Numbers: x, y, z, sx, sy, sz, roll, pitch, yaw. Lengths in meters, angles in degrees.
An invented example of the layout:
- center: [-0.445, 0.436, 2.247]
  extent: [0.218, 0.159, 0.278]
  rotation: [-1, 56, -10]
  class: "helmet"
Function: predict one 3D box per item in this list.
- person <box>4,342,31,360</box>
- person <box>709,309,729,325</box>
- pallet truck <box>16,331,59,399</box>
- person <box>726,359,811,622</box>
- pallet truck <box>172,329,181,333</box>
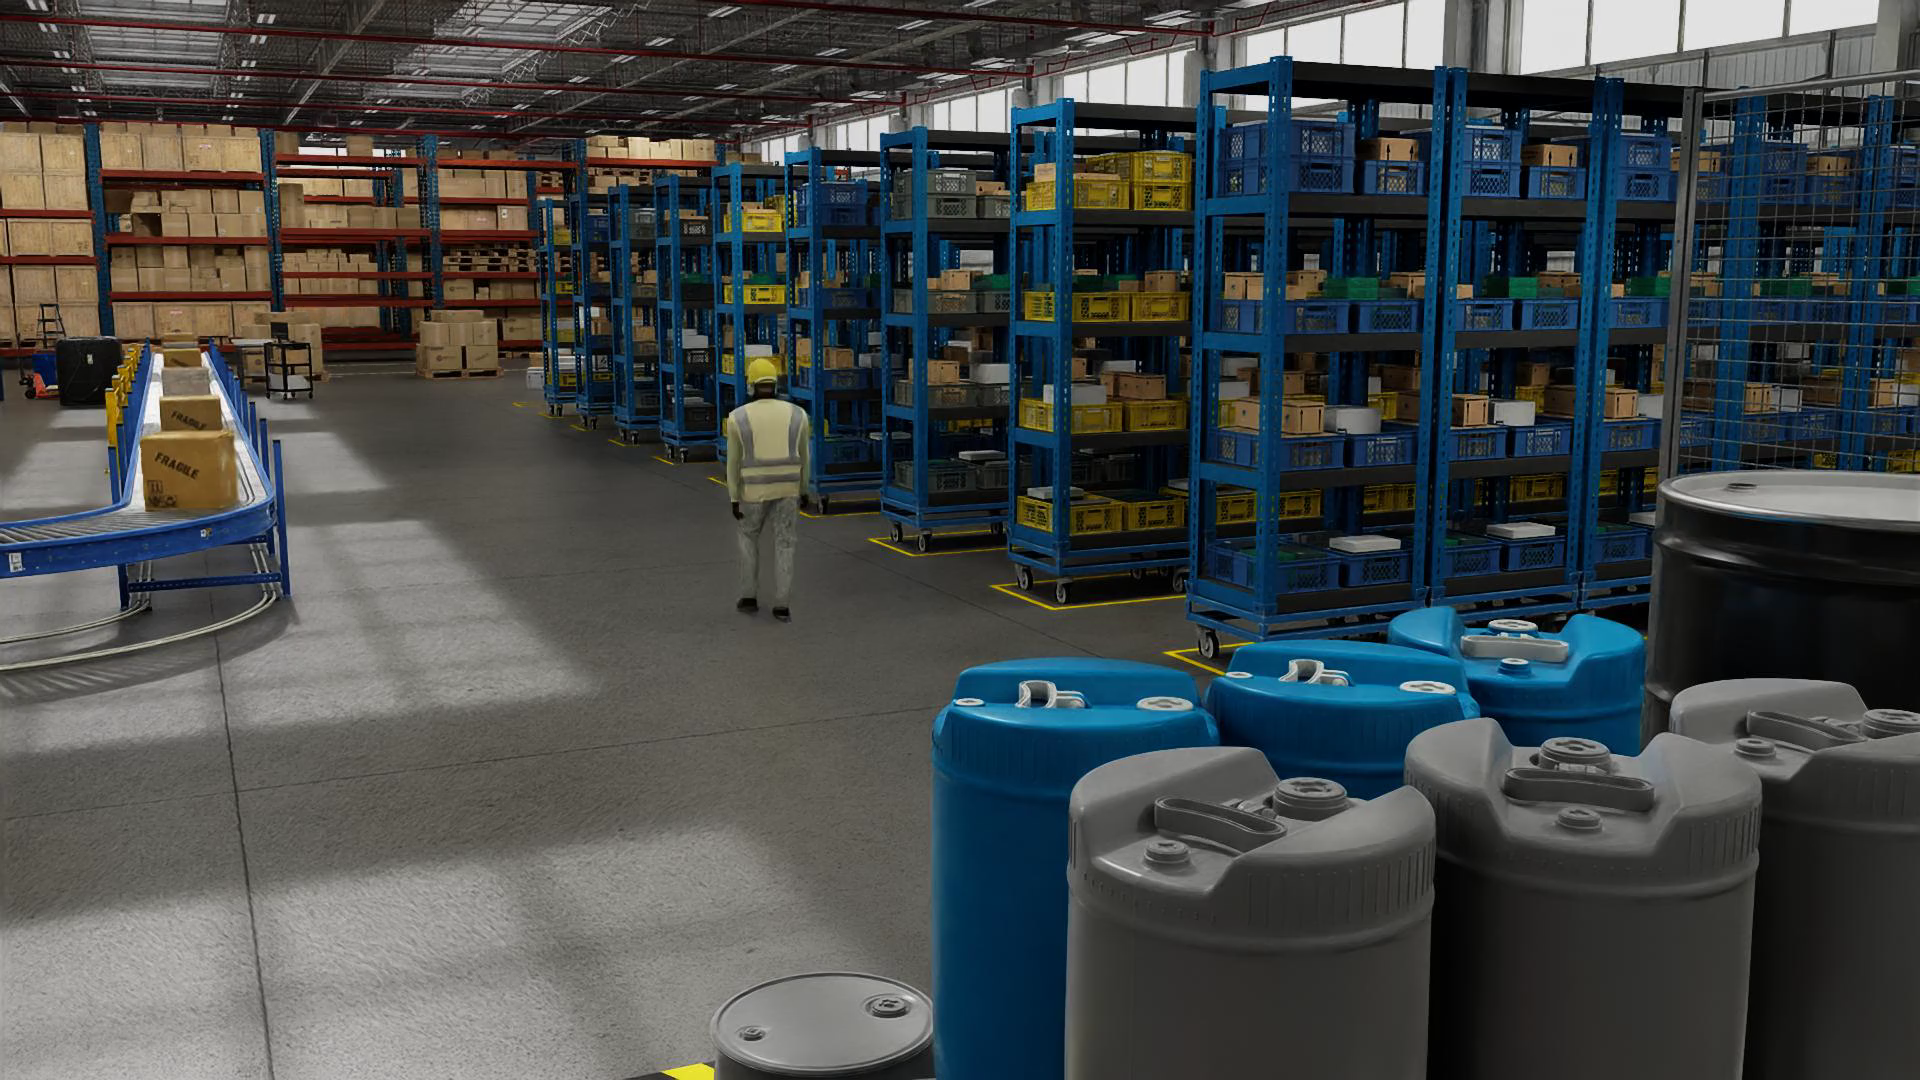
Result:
- center: [-25.790, -5.742, 45.432]
  extent: [0.769, 1.663, 0.553]
  rotation: [-4, 10, -23]
  class: "person"
- center: [-5.695, -4.953, 39.815]
  extent: [0.615, 1.920, 0.905]
  rotation: [1, 9, 5]
  class: "person"
- center: [-17.082, -3.353, 31.781]
  extent: [1.630, 1.274, 0.653]
  rotation: [-4, 10, -25]
  class: "pallet truck"
- center: [-1.340, -0.350, 11.591]
  extent: [0.615, 1.809, 0.657]
  rotation: [-3, 10, -16]
  class: "person"
- center: [-17.275, -3.851, 35.096]
  extent: [1.601, 1.201, 0.680]
  rotation: [0, 9, 1]
  class: "pallet truck"
